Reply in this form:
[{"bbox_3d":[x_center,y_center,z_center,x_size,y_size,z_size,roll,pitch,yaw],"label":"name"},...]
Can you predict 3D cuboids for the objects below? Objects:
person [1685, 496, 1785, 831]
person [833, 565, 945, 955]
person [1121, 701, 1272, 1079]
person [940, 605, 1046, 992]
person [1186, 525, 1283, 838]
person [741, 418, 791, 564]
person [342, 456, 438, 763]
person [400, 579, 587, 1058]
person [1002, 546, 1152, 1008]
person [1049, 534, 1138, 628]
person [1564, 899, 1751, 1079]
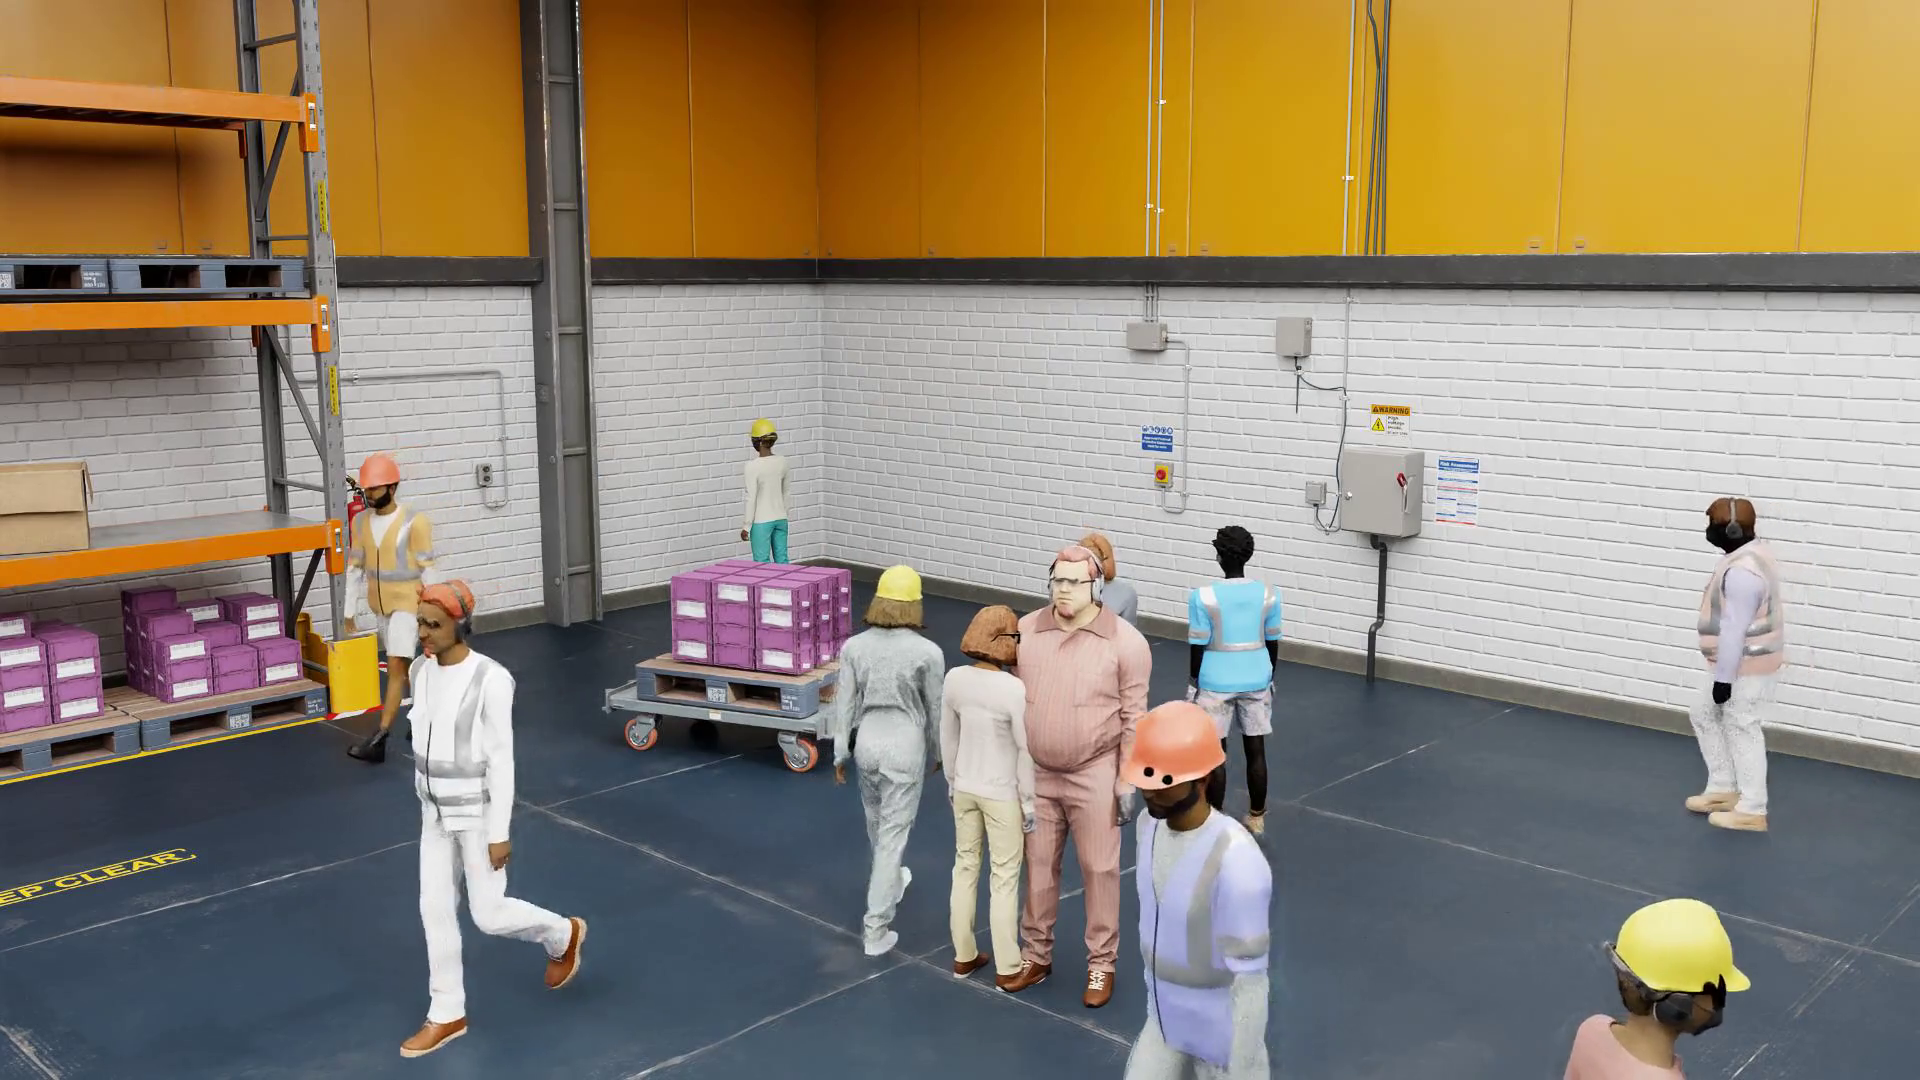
[{"bbox_3d":[4.164,0.666,9.006,0.566,1.818,0.643,4,10,24],"label":"person"},{"bbox_3d":[-0.279,0.957,7.590,0.488,1.699,0.888,3,10,20],"label":"person"},{"bbox_3d":[0.743,1.340,4.714,0.941,1.891,0.592,-5,10,-27],"label":"person"},{"bbox_3d":[0.132,1.082,7.040,0.501,1.631,0.285,8,12,41],"label":"person"},{"bbox_3d":[1.445,0.762,8.809,0.534,1.695,0.318,-2,9,-12],"label":"person"},{"bbox_3d":[-1.659,-0.153,14.203,0.315,1.769,0.524,7,12,39],"label":"person"},{"bbox_3d":[-3.579,0.411,10.397,0.567,1.878,1.000,4,10,22],"label":"person"},{"bbox_3d":[-1.878,1.051,6.563,0.571,1.864,0.734,7,11,35],"label":"person"},{"bbox_3d":[0.452,0.967,6.893,0.642,1.913,0.410,4,10,25],"label":"person"},{"bbox_3d":[0.735,0.734,9.266,0.515,1.598,0.813,2,9,11],"label":"person"},{"bbox_3d":[1.464,1.601,3.503,0.455,1.752,0.531,1,9,4],"label":"person"}]
